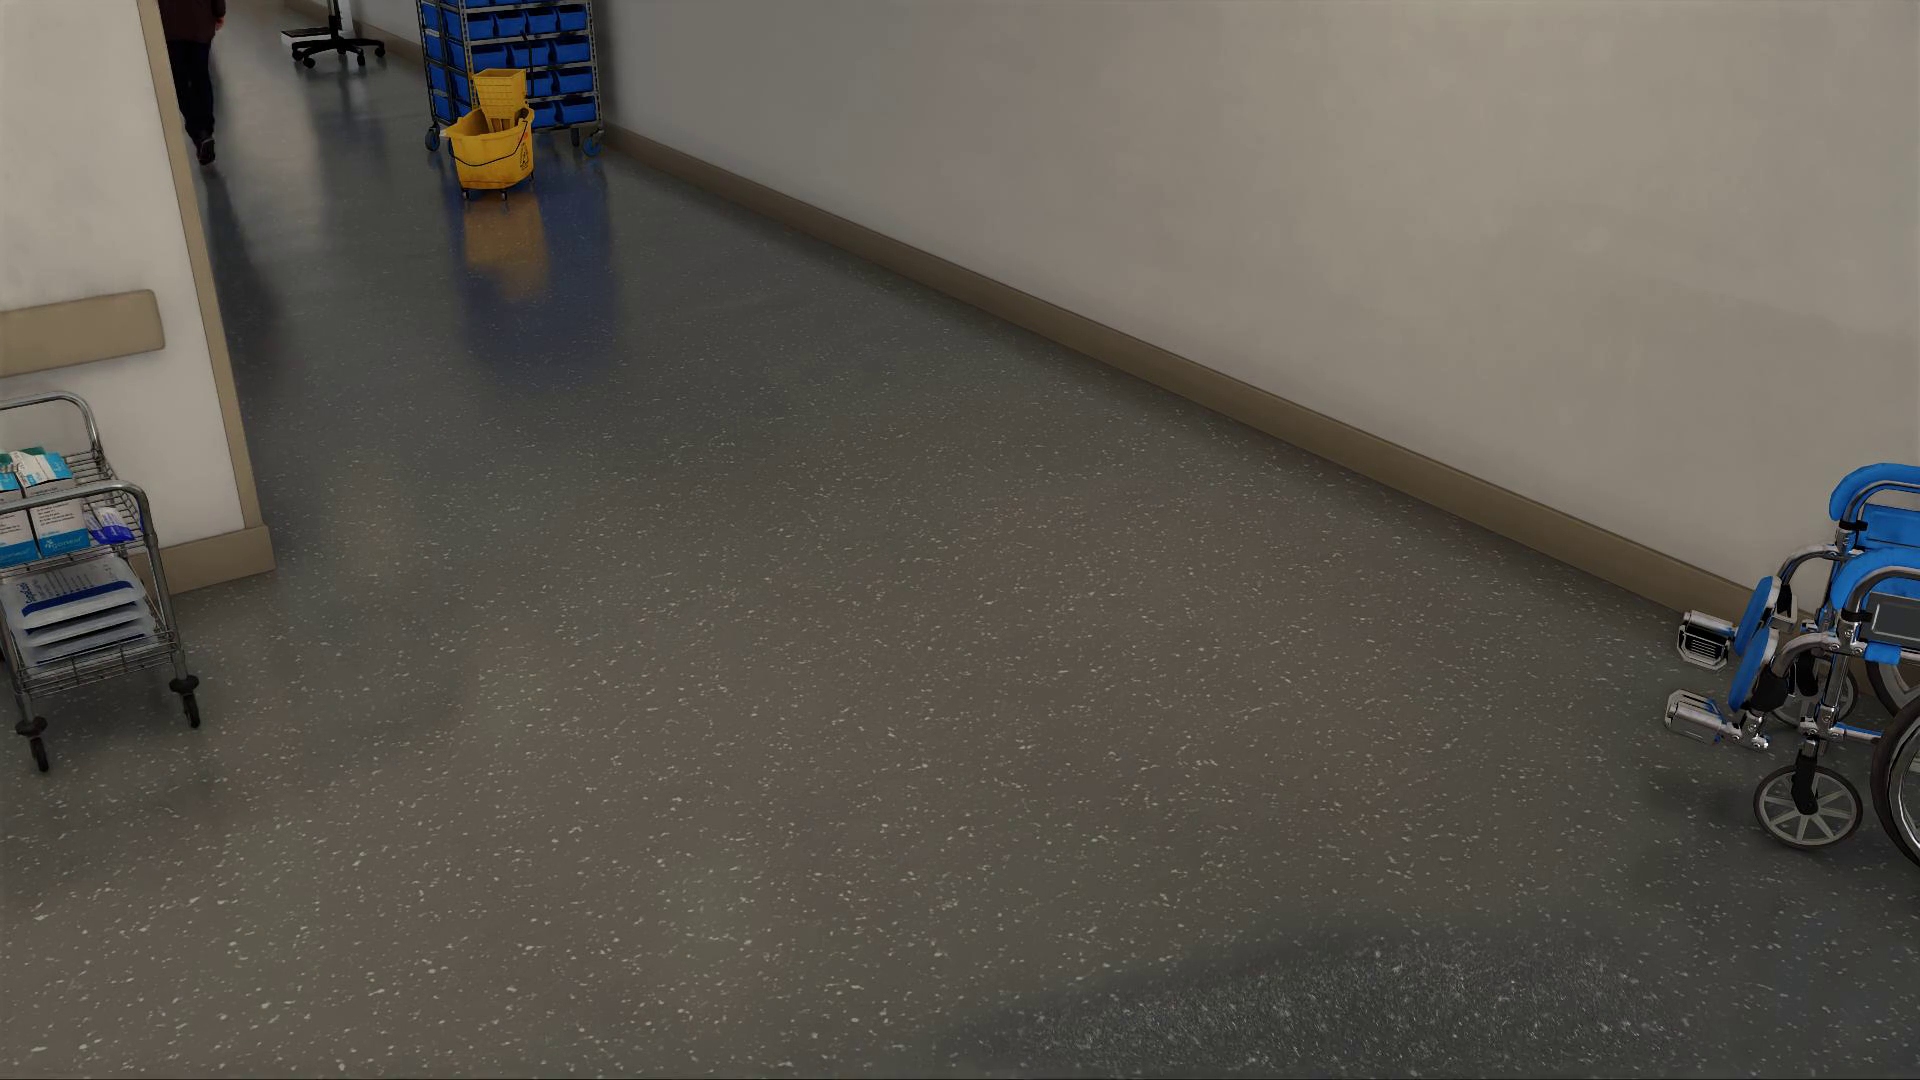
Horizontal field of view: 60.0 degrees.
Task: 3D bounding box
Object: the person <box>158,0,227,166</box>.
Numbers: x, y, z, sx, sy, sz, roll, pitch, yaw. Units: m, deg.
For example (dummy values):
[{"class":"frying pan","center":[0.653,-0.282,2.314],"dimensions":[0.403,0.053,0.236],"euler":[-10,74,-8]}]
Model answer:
[{"class":"person","center":[-4.890,-3.265,10.416],"dimensions":[1.044,1.816,0.813],"euler":[-16,30,-30]}]
